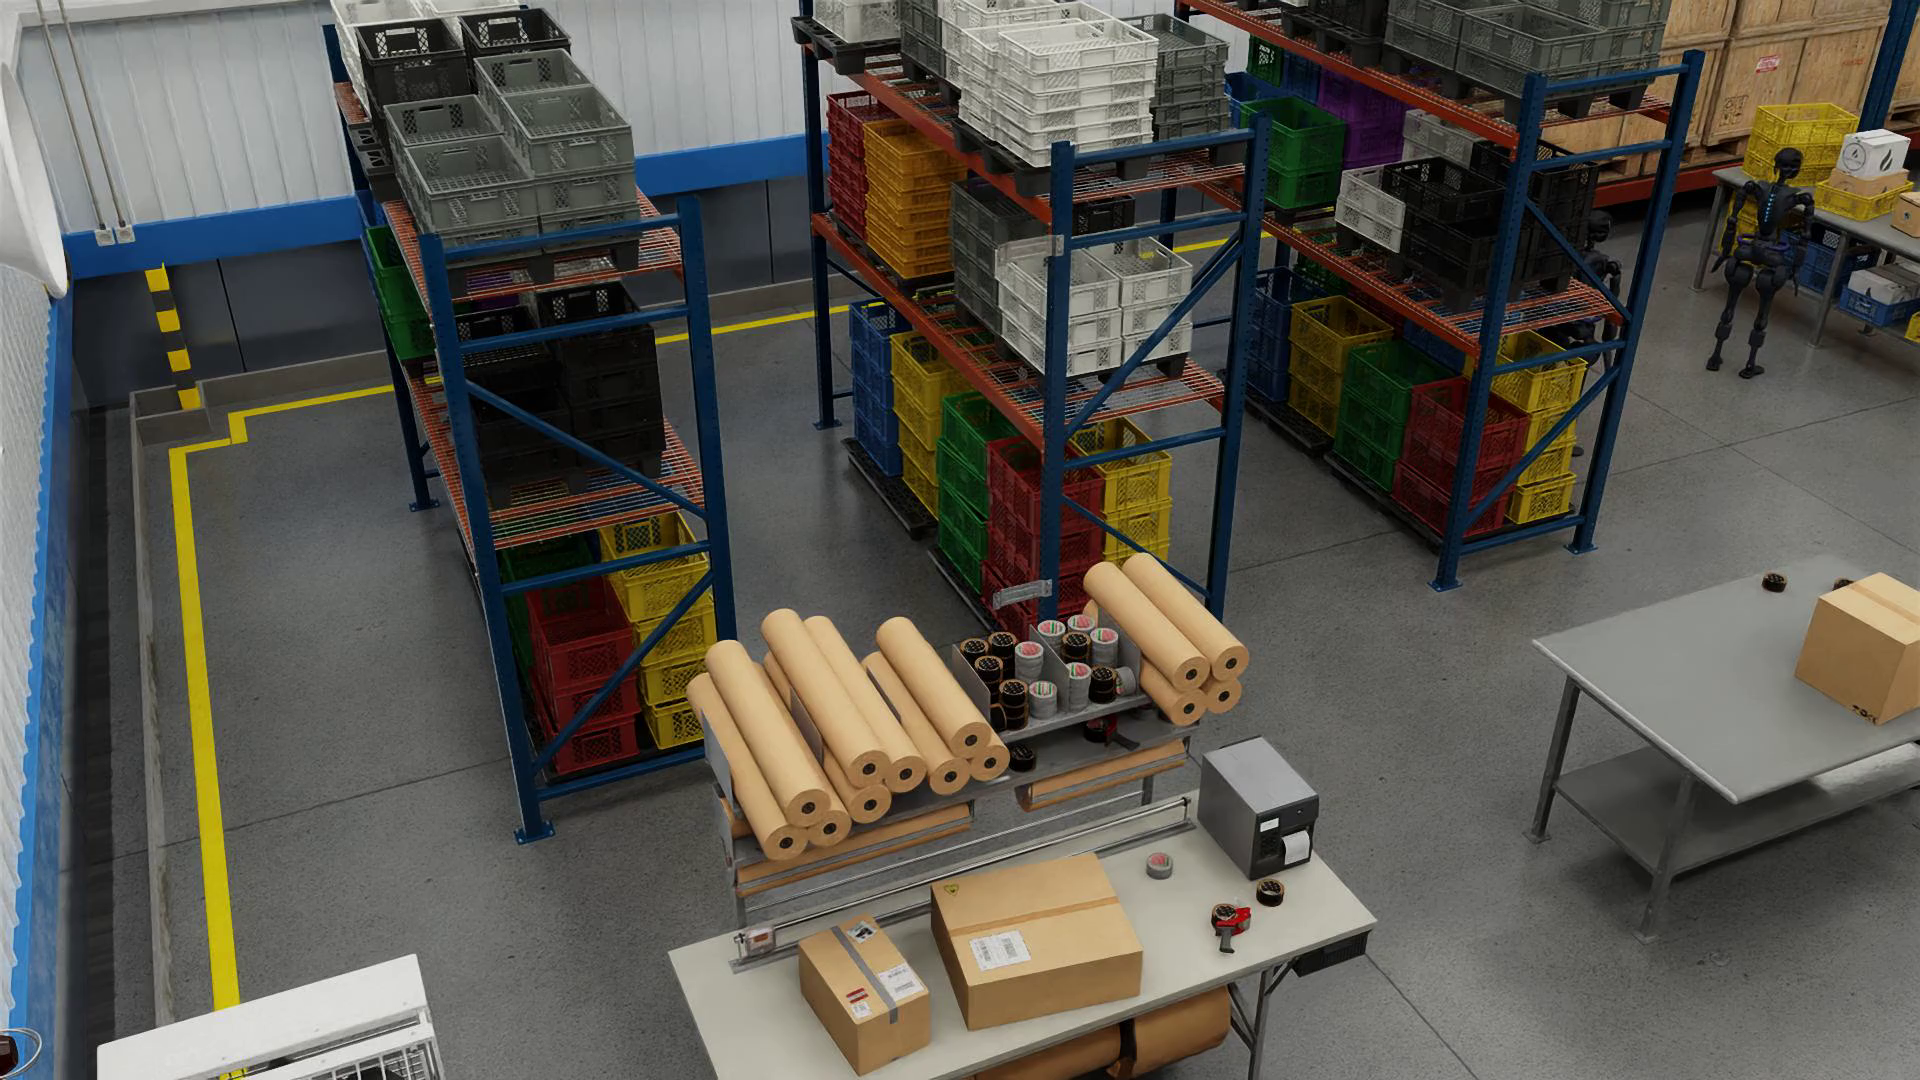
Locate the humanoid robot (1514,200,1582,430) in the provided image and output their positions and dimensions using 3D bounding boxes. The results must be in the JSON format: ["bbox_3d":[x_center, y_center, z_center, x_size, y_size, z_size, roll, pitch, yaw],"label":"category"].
[{"bbox_3d":[3.877,-1.508,11.077,0.387,1.648,0.569,13,34,20],"label":"humanoid robot"}]

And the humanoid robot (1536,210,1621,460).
[{"bbox_3d":[3.984,-1.345,10.799,0.327,1.657,0.590,-21,38,-31],"label":"humanoid robot"}]

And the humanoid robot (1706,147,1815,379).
[{"bbox_3d":[5.681,-1.979,11.829,0.612,1.656,0.319,22,38,32],"label":"humanoid robot"}]
